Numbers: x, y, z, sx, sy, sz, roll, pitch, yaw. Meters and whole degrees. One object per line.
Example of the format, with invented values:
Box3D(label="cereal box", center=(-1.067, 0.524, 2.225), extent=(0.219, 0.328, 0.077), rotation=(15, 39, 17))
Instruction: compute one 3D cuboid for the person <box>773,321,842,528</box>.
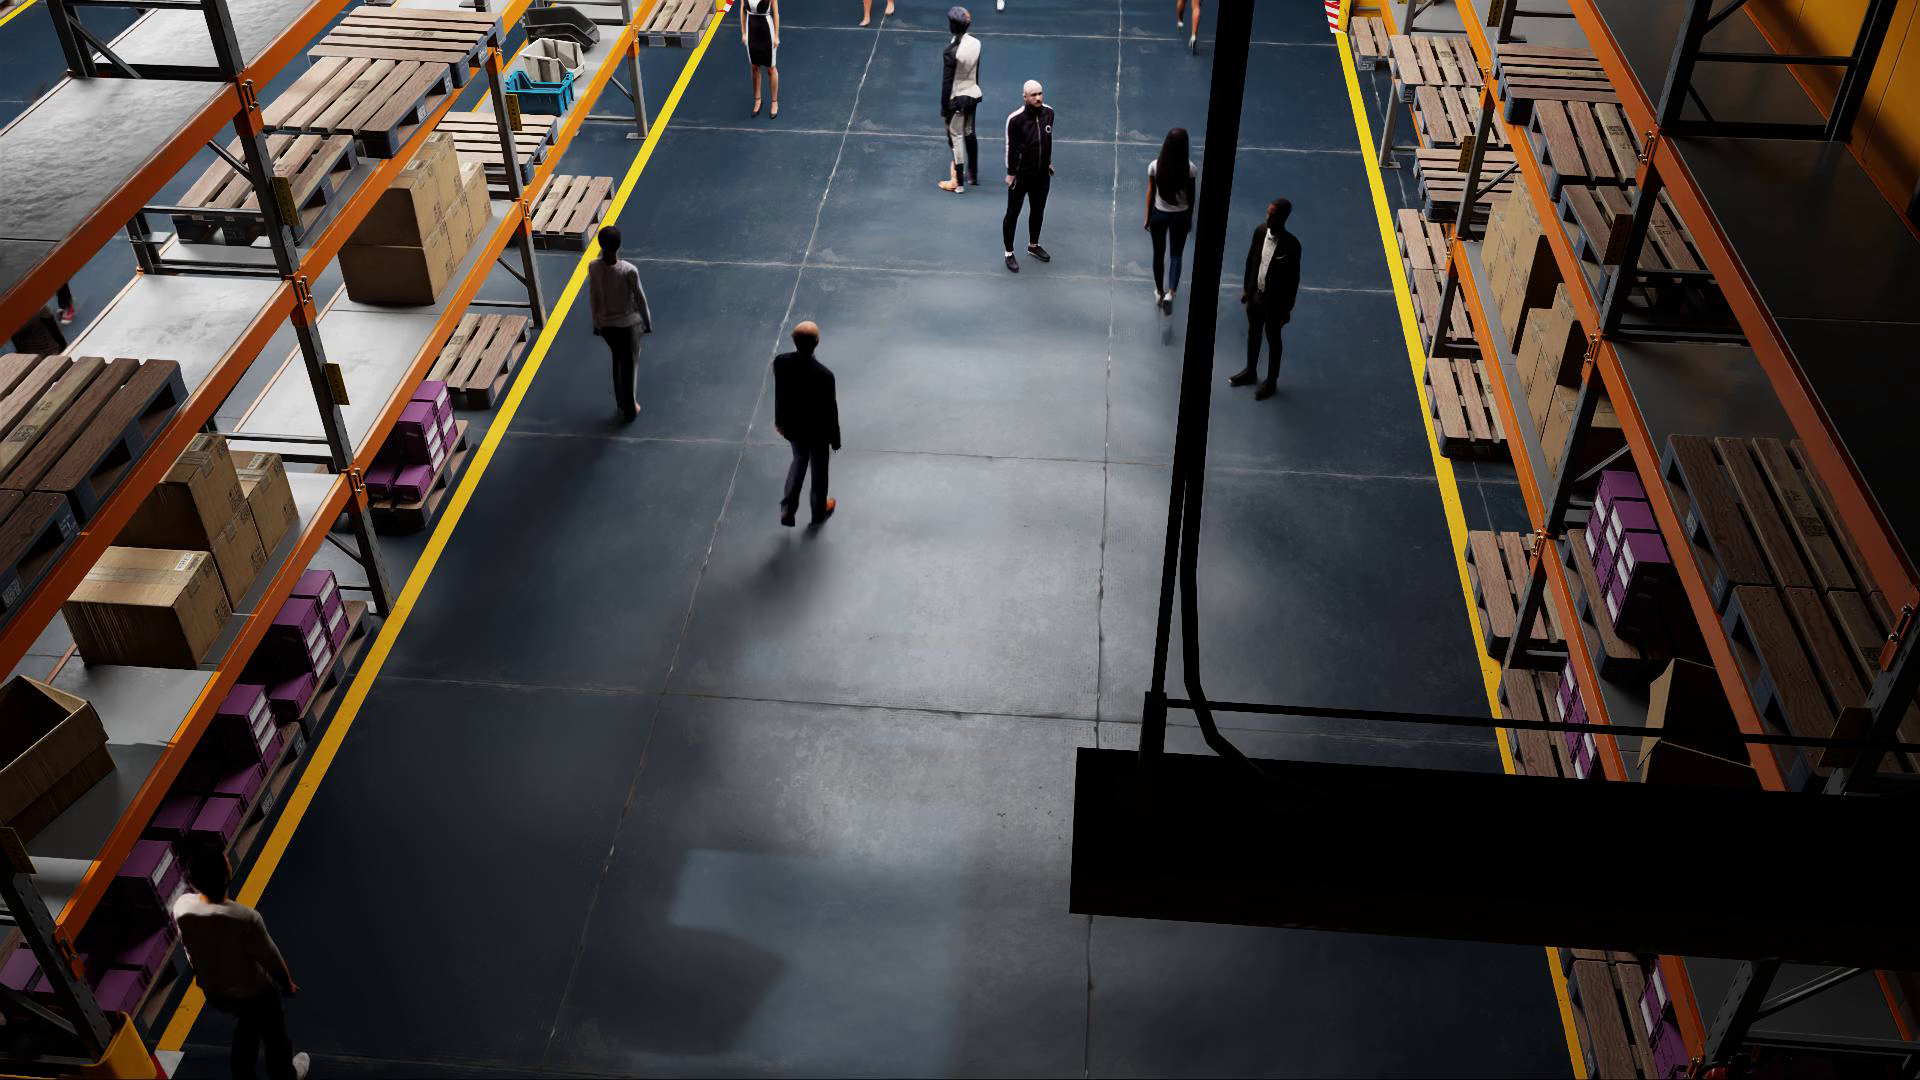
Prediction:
Box3D(label="person", center=(-1.177, -0.800, 12.392), extent=(0.873, 1.792, 0.986), rotation=(17, 42, 20))

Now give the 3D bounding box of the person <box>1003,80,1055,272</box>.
Box3D(label="person", center=(0.642, -3.471, 15.699), extent=(0.766, 1.836, 0.786), rotation=(-20, 43, -23))

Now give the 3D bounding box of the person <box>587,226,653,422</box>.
Box3D(label="person", center=(-2.799, -1.705, 13.548), extent=(0.648, 1.762, 0.635), rotation=(7, 39, 9))

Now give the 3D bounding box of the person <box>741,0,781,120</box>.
Box3D(label="person", center=(-2.192, -5.546, 18.332), extent=(0.614, 1.795, 0.541), rotation=(10, 40, 12))

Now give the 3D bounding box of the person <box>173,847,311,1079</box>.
Box3D(label="person", center=(-3.715, 2.328, 8.473), extent=(0.708, 1.793, 0.757), rotation=(9, 39, 11))

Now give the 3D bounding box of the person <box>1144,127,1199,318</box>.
Box3D(label="person", center=(1.881, -2.820, 14.949), extent=(0.601, 1.756, 0.936), rotation=(4, 39, 5))

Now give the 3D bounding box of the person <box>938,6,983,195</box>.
Box3D(label="person", center=(0.012, -4.472, 16.908), extent=(0.821, 1.893, 0.727), rotation=(28, 47, 31))

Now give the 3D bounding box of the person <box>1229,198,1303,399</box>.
Box3D(label="person", center=(2.588, -2.036, 13.933), extent=(0.786, 1.800, 0.725), rotation=(-27, 46, -30))

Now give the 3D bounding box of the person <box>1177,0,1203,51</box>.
Box3D(label="person", center=(2.797, -6.670, 19.908), extent=(0.565, 1.584, 1.019), rotation=(2, 39, 2))

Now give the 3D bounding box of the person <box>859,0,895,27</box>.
Box3D(label="person", center=(-0.977, -7.335, 20.585), extent=(0.821, 1.778, 1.164), rotation=(10, 40, 12))
